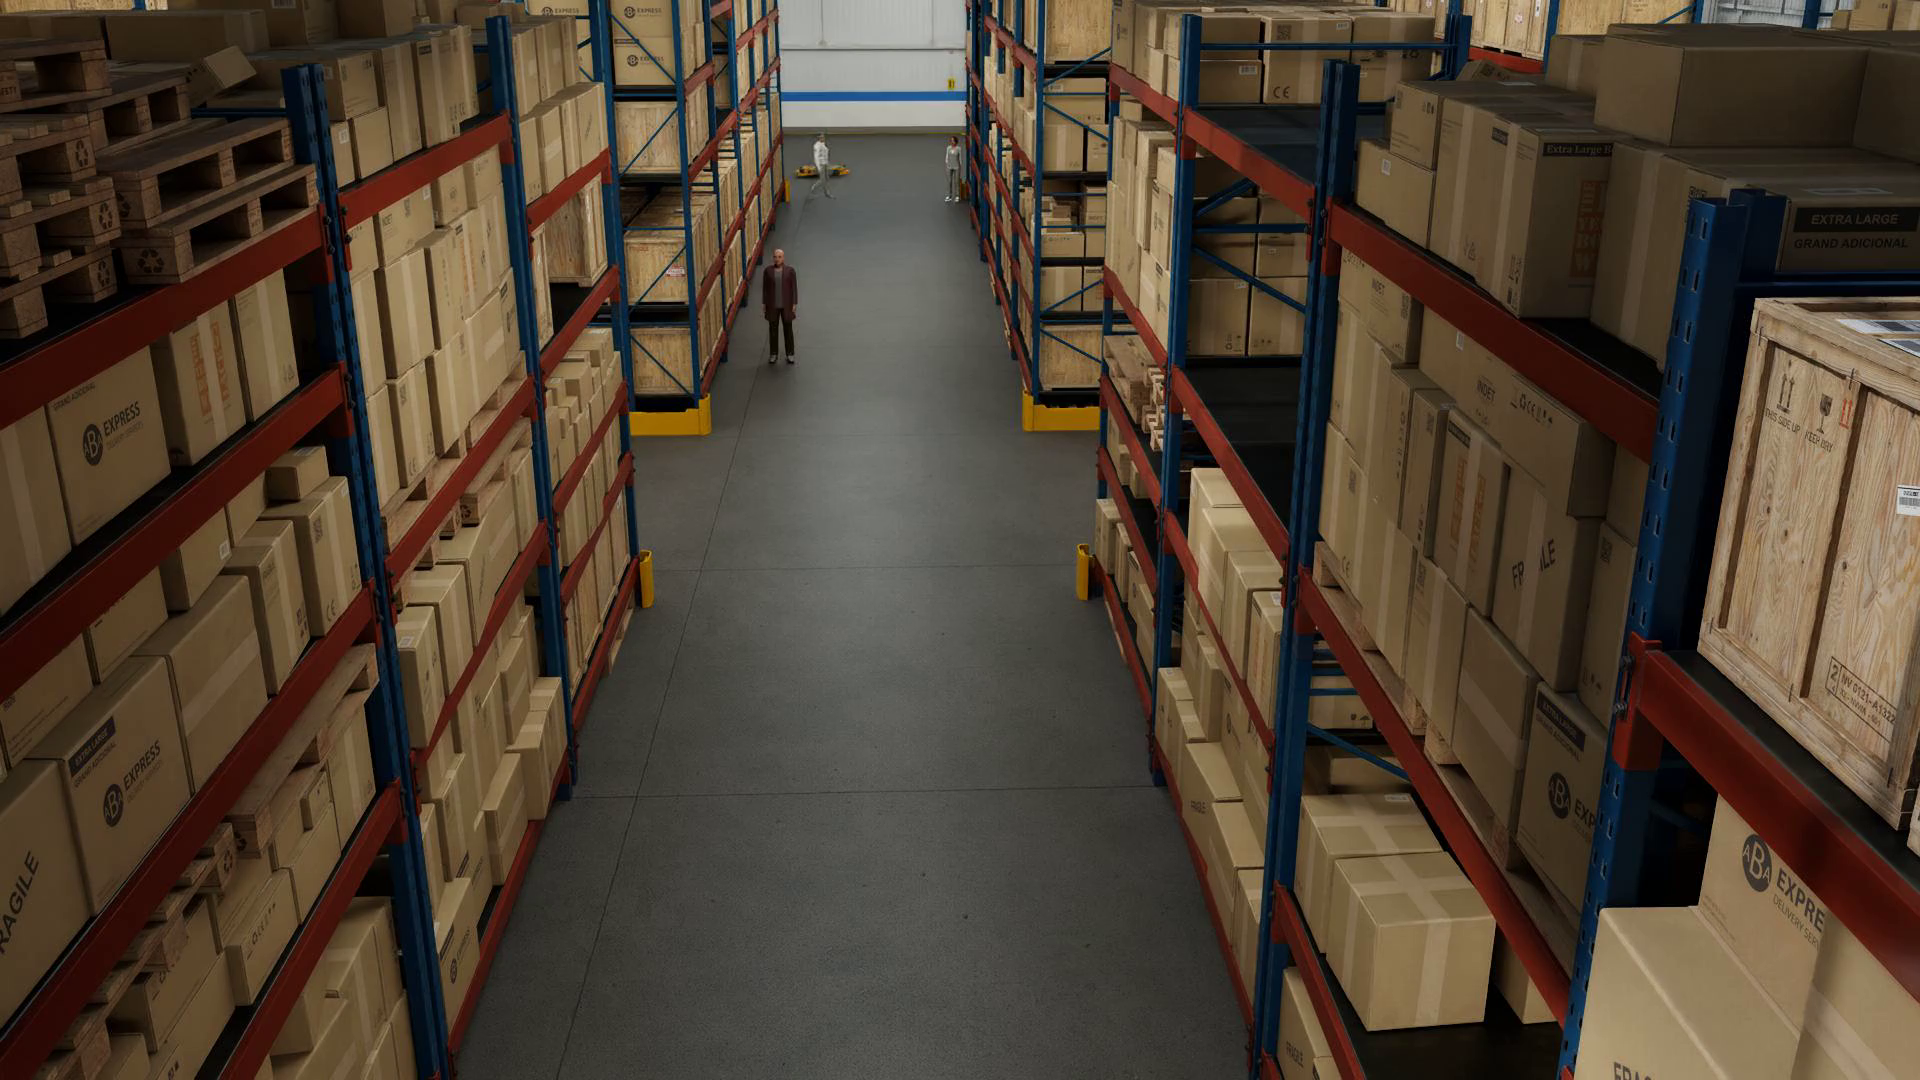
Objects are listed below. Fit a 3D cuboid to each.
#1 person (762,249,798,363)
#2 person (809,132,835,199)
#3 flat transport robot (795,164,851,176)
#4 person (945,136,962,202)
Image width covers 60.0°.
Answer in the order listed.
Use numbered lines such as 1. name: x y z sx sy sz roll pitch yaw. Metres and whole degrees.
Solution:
1. person: -2.868 -3.719 26.439 0.564 1.779 0.419 -1 20 -2
2. person: -3.481 -9.456 41.969 0.614 1.667 0.527 8 22 21
3. flat transport robot: -3.811 -10.244 46.187 1.431 0.264 0.659 -6 21 -15
4. person: -0.162 -9.298 41.650 0.401 1.601 0.327 4 21 9
